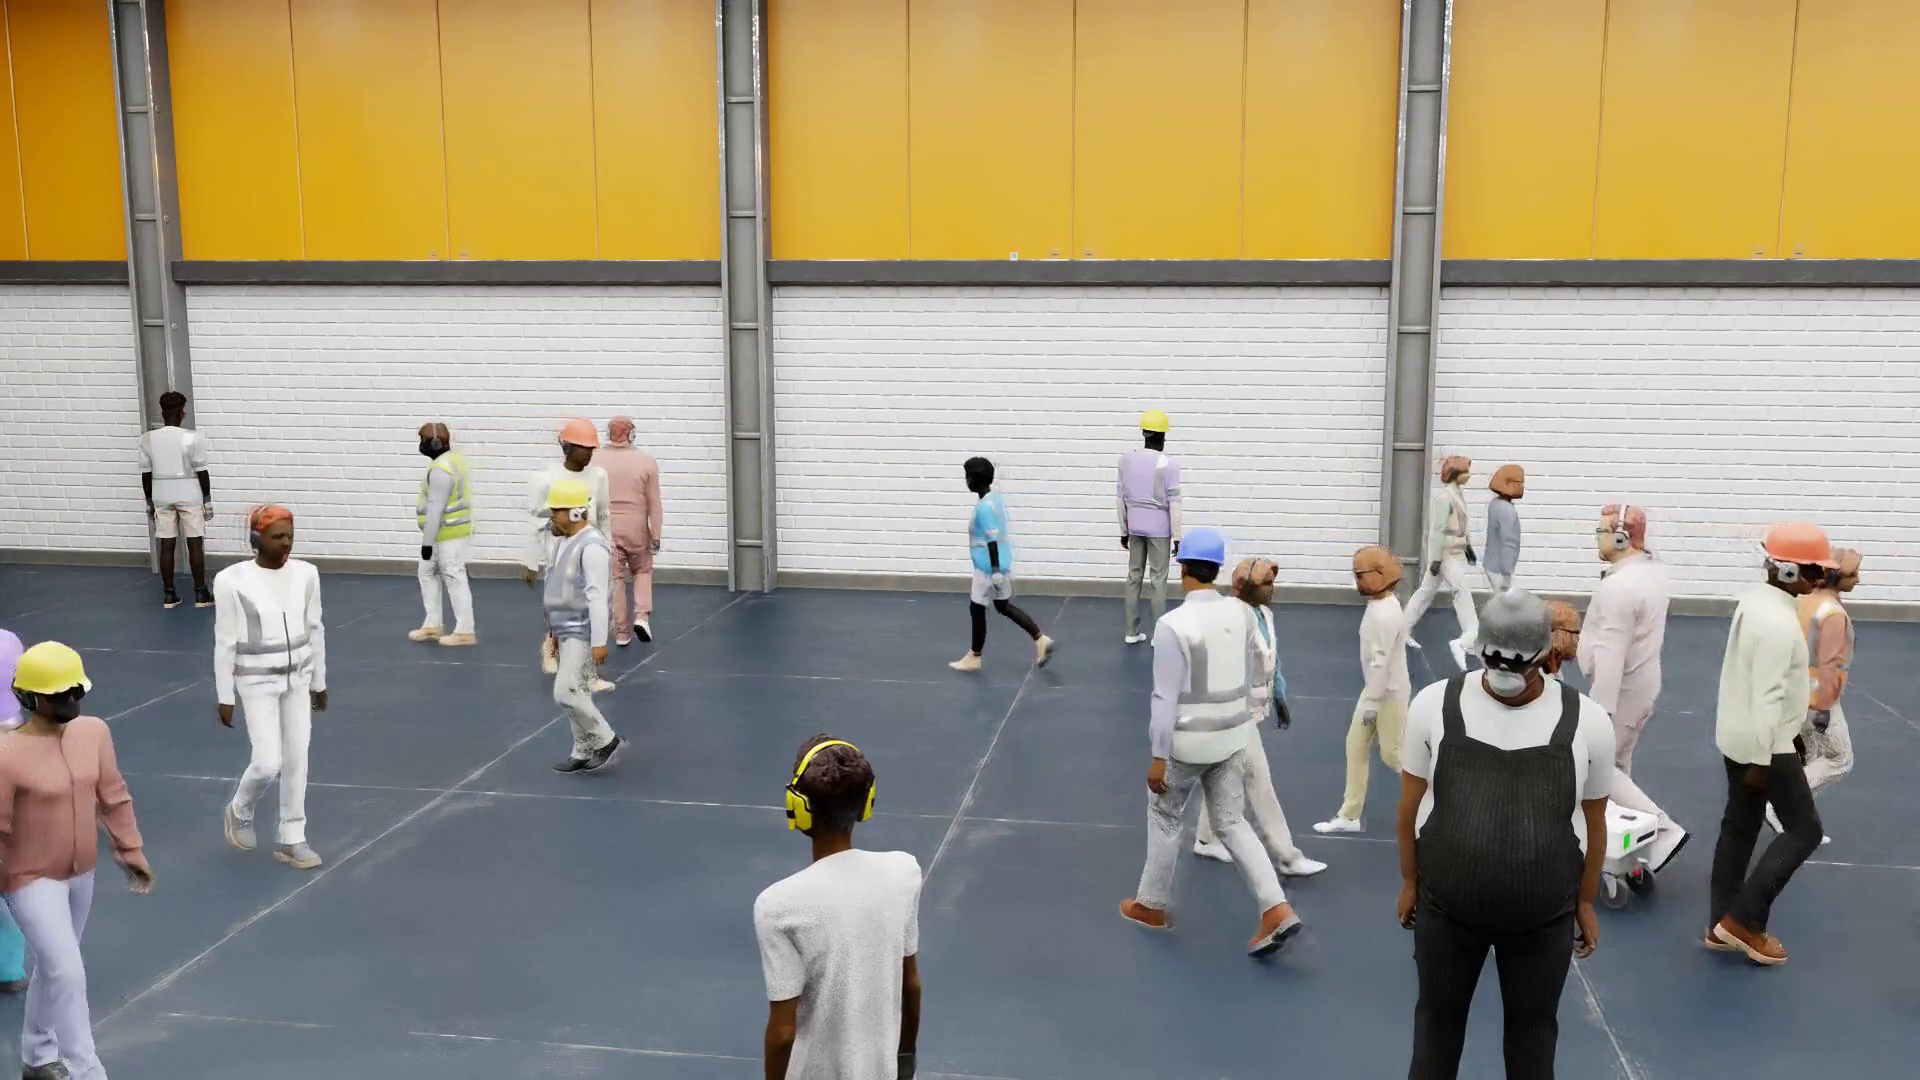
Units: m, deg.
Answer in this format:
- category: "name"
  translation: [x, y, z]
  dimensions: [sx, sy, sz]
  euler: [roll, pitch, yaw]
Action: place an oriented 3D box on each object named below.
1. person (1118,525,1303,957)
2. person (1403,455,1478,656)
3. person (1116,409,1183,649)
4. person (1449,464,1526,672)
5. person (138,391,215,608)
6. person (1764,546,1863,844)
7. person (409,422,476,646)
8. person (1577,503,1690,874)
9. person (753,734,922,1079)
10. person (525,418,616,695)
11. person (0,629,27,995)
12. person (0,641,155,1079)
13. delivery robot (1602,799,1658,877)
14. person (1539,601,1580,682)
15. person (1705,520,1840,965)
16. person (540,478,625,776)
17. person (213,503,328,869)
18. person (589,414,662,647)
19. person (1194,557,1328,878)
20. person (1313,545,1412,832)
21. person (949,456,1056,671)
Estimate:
- category: "person"
  translation: [1.137, 0.895, 7.414]
  dimensions: [0.642, 1.905, 0.917]
  euler: [-7, 12, -39]
- category: "person"
  translation: [3.837, 0.117, 13.165]
  dimensions: [0.864, 1.591, 0.515]
  euler: [4, 10, 22]
- category: "person"
  translation: [1.539, -0.089, 13.396]
  dimensions: [0.594, 1.926, 0.366]
  euler: [7, 12, 39]
- category: "person"
  translation: [3.973, 0.234, 12.363]
  dimensions: [0.550, 1.620, 0.504]
  euler: [1, 9, 4]
- category: "person"
  translation: [-7.029, -0.360, 14.965]
  dimensions: [0.603, 1.959, 0.377]
  euler: [-1, 9, -4]
- category: "person"
  translation: [4.454, 0.829, 8.666]
  dimensions: [0.391, 1.625, 0.520]
  euler: [1, 9, 6]
- category: "person"
  translation: [-4.252, -0.037, 13.387]
  dimensions: [0.691, 1.817, 0.667]
  euler: [-2, 9, -11]
- category: "person"
  translation: [3.319, 0.762, 8.260]
  dimensions: [0.545, 1.888, 0.659]
  euler: [6, 11, 32]
- category: "person"
  translation: [-0.318, 1.423, 4.280]
  dimensions: [0.514, 1.861, 0.327]
  euler: [-8, 12, -39]
- category: "person"
  translation: [-2.894, 0.088, 12.150]
  dimensions: [1.027, 1.992, 0.662]
  euler: [8, 12, 40]
- category: "person"
  translation: [-4.137, 1.011, 6.912]
  dimensions: [0.515, 1.825, 0.558]
  euler: [4, 10, 23]
- category: "person"
  translation: [-3.169, 1.213, 5.950]
  dimensions: [0.821, 1.731, 0.533]
  euler: [3, 10, 16]
- category: "delivery robot"
  translation: [3.027, 1.397, 8.159]
  dimensions: [0.477, 0.478, 0.707]
  euler: [-8, 12, -41]
- category: "person"
  translation: [2.493, 1.055, 7.298]
  dimensions: [0.396, 1.622, 0.516]
  euler: [7, 11, 36]
- category: "person"
  translation: [3.550, 0.883, 7.278]
  dimensions: [0.480, 1.970, 0.611]
  euler: [2, 9, 10]
- category: "person"
  translation: [-2.288, 0.530, 9.914]
  dimensions: [0.431, 1.813, 0.614]
  euler: [-5, 11, -30]
- category: "person"
  translation: [-3.498, 0.736, 8.449]
  dimensions: [0.482, 1.872, 0.584]
  euler: [6, 11, 34]
- category: "person"
  translation: [-2.718, -0.074, 13.446]
  dimensions: [0.640, 1.887, 0.438]
  euler: [-1, 9, -4]
- category: "person"
  translation: [1.530, 0.889, 8.326]
  dimensions: [0.807, 1.598, 0.545]
  euler: [5, 11, 29]
- category: "person"
  translation: [2.314, 0.815, 8.836]
  dimensions: [0.717, 1.596, 0.498]
  euler: [0, 9, 3]
- category: "person"
  translation: [0.323, 0.190, 12.497]
  dimensions: [0.765, 1.661, 0.540]
  euler: [1, 9, 8]
